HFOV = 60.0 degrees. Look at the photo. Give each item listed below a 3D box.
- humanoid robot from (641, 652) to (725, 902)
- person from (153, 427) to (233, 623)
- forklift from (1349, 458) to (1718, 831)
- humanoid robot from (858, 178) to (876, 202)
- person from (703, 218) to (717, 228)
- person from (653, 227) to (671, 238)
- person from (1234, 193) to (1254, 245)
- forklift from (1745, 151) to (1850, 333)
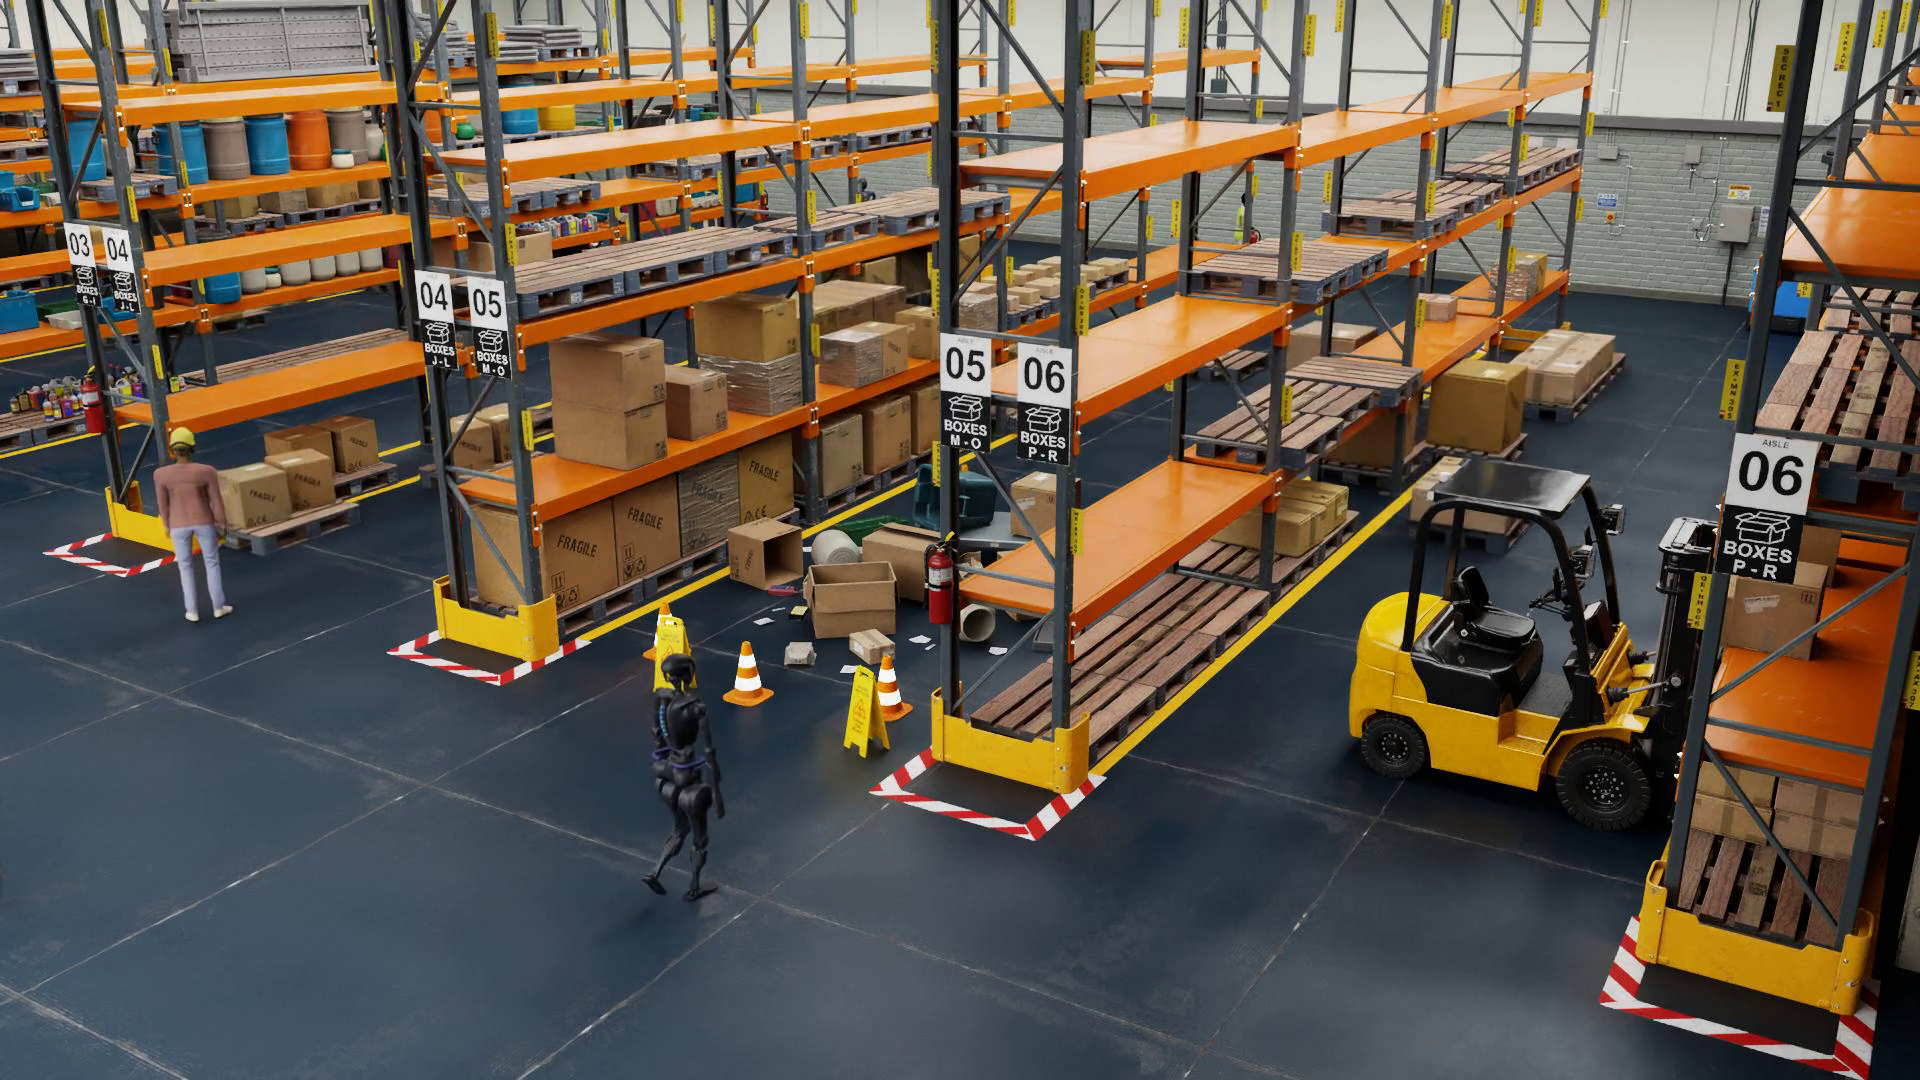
[{"bbox_3d":[-1.733,1.478,10.193,0.590,1.638,0.479,15,24,37],"label":"humanoid robot"},{"bbox_3d":[-6.794,-0.138,14.744,0.527,1.753,0.344,-8,21,-23],"label":"person"},{"bbox_3d":[3.988,0.658,11.776,2.313,2.155,1.214,11,22,29],"label":"forklift"},{"bbox_3d":[-1.873,-6.290,32.653,0.595,1.648,0.448,-10,22,-27],"label":"humanoid robot"},{"bbox_3d":[-5.238,-7.061,34.862,0.491,1.688,0.347,-6,20,-17],"label":"person"},{"bbox_3d":[-6.122,-6.848,34.114,0.663,1.758,0.606,-3,19,-8],"label":"person"},{"bbox_3d":[5.178,-5.511,30.378,0.319,1.685,0.537,-1,19,-2],"label":"person"},{"bbox_3d":[13.620,-4.667,26.137,1.873,2.768,1.129,11,22,29],"label":"forklift"}]
